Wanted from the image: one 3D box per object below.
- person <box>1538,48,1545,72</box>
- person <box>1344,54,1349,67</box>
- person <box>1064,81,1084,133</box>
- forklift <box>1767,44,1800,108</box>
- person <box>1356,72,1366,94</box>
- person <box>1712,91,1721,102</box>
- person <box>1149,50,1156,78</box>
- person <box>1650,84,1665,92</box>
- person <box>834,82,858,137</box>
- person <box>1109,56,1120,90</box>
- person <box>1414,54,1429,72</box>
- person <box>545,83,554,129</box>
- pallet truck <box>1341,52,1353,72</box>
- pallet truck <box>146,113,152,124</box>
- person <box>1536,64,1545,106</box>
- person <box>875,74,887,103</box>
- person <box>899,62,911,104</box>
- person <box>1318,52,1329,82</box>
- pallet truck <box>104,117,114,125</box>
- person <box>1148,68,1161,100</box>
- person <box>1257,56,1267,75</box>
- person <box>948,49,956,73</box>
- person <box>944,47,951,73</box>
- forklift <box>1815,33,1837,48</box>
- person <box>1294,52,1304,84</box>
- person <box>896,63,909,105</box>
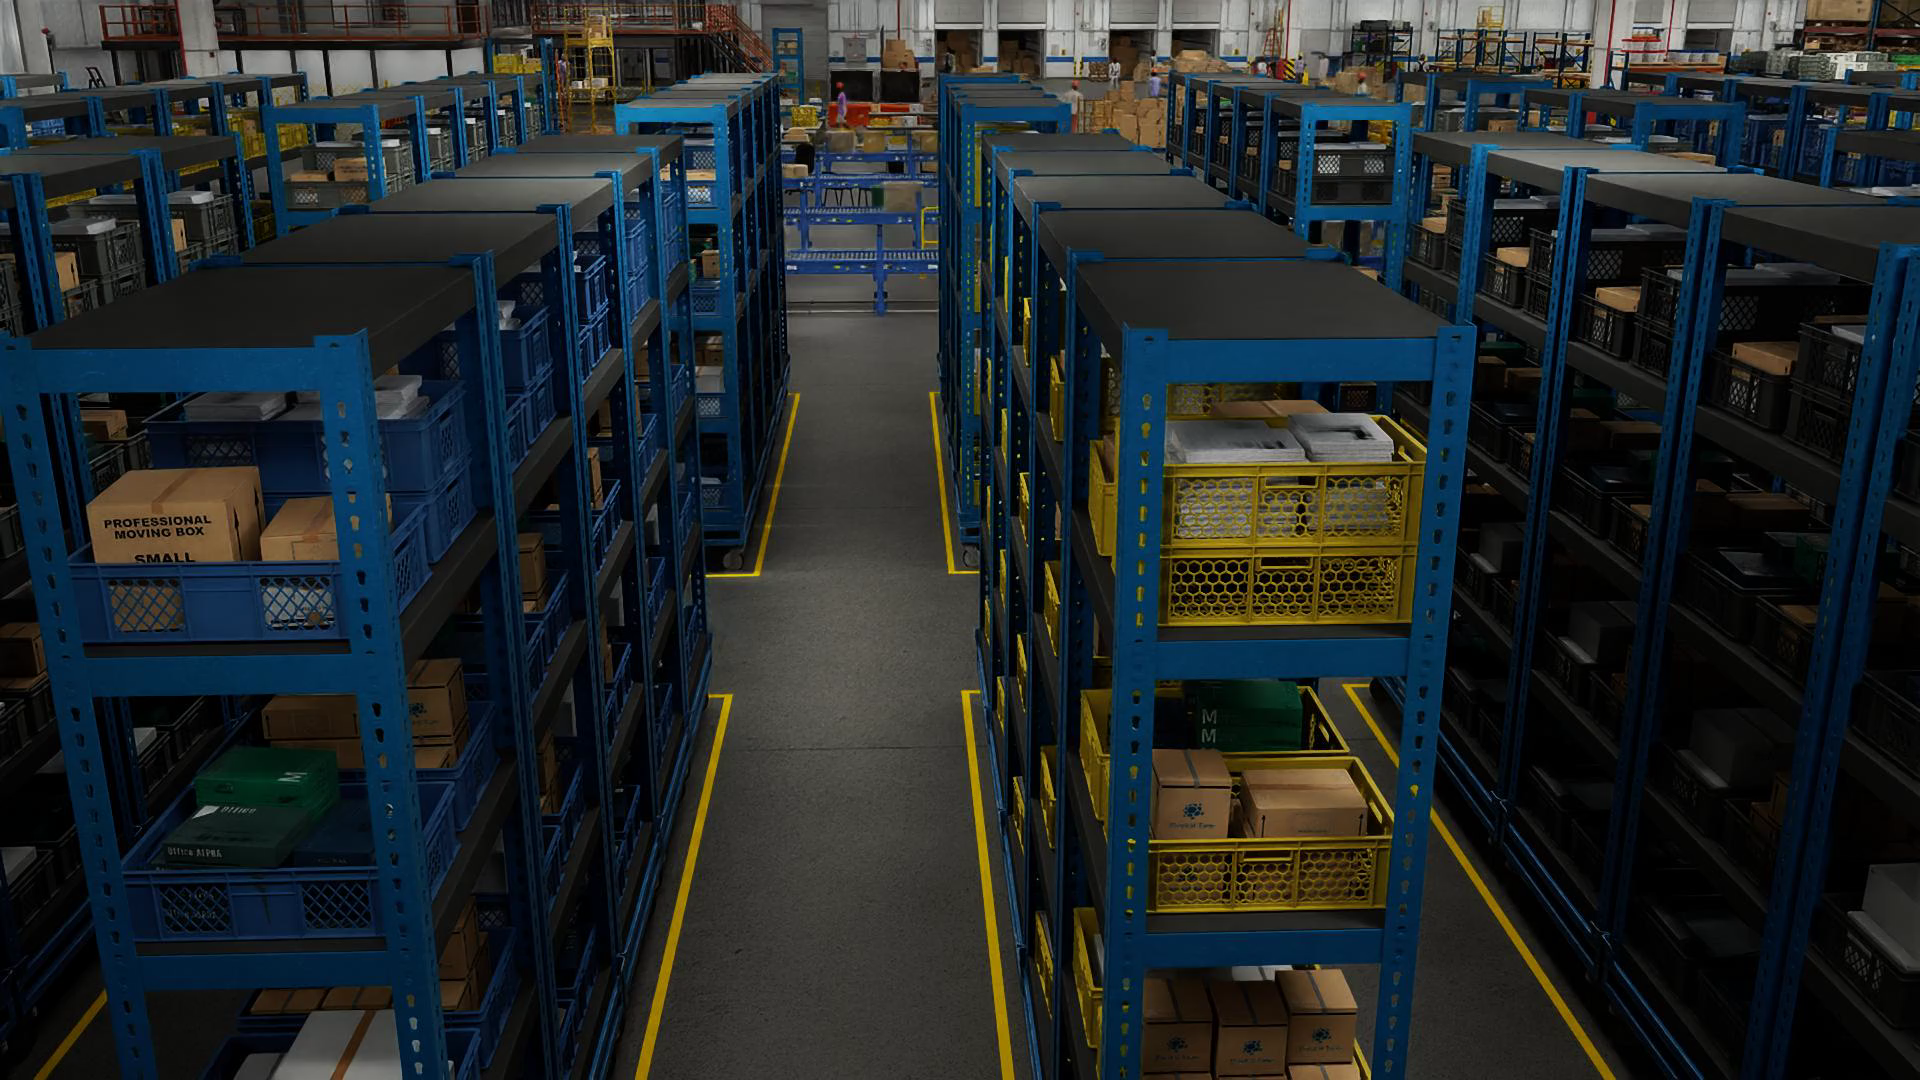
[{"bbox_3d":[31.497,-25.667,90.214,0.360,1.930,0.587,1,18,2],"label":"person"},{"bbox_3d":[19.418,-23.709,84.198,0.854,1.910,0.618,-1,18,-2],"label":"person"},{"bbox_3d":[3.587,-13.348,52.038,0.659,1.956,0.966,9,20,26],"label":"person"},{"bbox_3d":[31.227,-17.370,63.015,1.129,2.768,1.873,-1,18,-2],"label":"forklift"},{"bbox_3d":[13.906,-15.083,57.340,0.741,2.019,0.628,1,18,2],"label":"person"},{"bbox_3d":[25.818,-14.798,56.576,0.646,1.928,0.536,11,21,31],"label":"person"},{"bbox_3d":[10.280,-25.179,88.808,0.334,1.865,0.517,0,18,0],"label":"person"},{"bbox_3d":[27.097,-17.384,64.523,0.614,1.963,0.362,5,19,16],"label":"person"},{"bbox_3d":[-3.699,-13.646,53.065,0.885,1.908,0.547,0,18,-1],"label":"person"},{"bbox_3d":[7.304,-21.903,78.662,0.572,1.877,0.352,-6,19,-18],"label":"person"},{"bbox_3d":[21.443,-21.565,77.340,0.688,2.000,0.536,6,19,19],"label":"person"},{"bbox_3d":[-13.762,-14.398,55.661,0.388,1.729,0.498,-3,18,-9],"label":"person"},{"bbox_3d":[18.794,-23.123,82.231,0.823,1.965,1.885,-13,22,-35],"label":"pallet truck"},{"bbox_3d":[-18.087,-8.309,36.390,1.885,1.965,0.823,-1,18,-4],"label":"pallet truck"},{"bbox_3d":[24.104,-18.858,69.263,0.526,1.859,0.316,-10,20,-27],"label":"person"},{"bbox_3d":[-2.857,-15.888,60.119,0.414,1.822,0.614,1,18,3],"label":"person"},{"bbox_3d":[-2.297,-19.378,70.813,0.832,1.886,0.626,-15,23,-39],"label":"person"},{"bbox_3d":[18.139,-23.356,83.062,0.538,1.928,0.646,-12,22,-33],"label":"person"},{"bbox_3d":[-18.367,-7.885,35.078,1.885,1.965,0.823,1,18,2],"label":"pallet truck"},{"bbox_3d":[7.481,-17.123,63.813,0.553,1.913,0.824,-9,20,-25],"label":"person"},{"bbox_3d":[14.479,-22.276,79.807,0.502,1.873,0.606,-11,21,-31],"label":"person"},{"bbox_3d":[-0.322,-26.573,93.176,0.634,1.825,0.653,2,18,7],"label":"person"},{"bbox_3d":[-0.608,-26.834,93.889,0.710,1.895,0.613,1,18,4],"label":"person"},{"bbox_3d":[44.522,-24.754,85.865,1.873,2.768,1.129,-17,24,-41],"label":"forklift"},{"bbox_3d":[17.075,-23.577,83.765,0.583,1.921,0.390,-10,20,-27],"label":"person"},{"bbox_3d":[-2.347,-18.512,68.063,0.552,1.932,0.377,-10,21,-29],"label":"person"}]
